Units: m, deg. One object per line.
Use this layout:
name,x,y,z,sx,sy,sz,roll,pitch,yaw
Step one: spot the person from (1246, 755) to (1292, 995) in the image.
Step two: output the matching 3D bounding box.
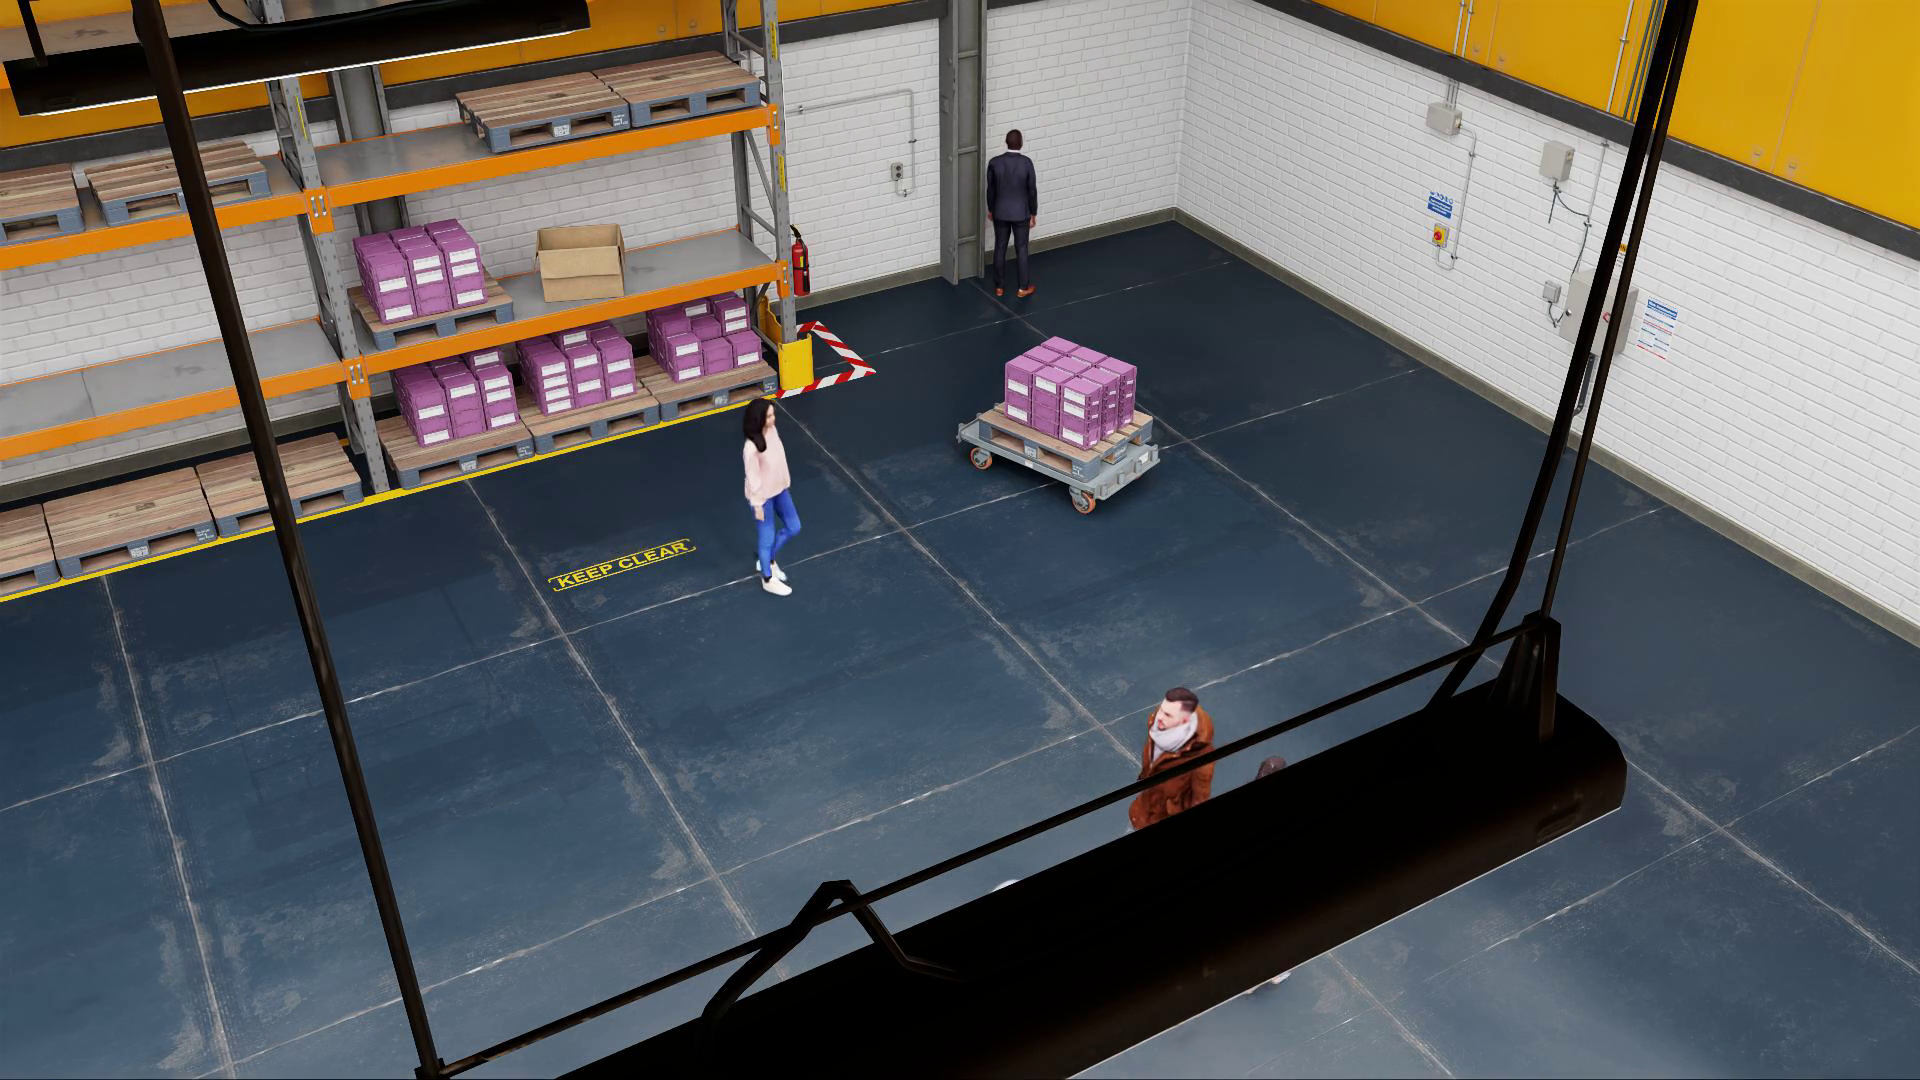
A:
person,1.729,2.005,9.545,0.763,1.632,0.762,22,40,30

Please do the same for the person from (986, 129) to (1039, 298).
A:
person,0.550,-3.452,17.583,0.776,1.824,0.833,9,35,13

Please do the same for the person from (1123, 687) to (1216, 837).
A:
person,1.311,1.583,10.001,0.671,1.832,0.715,-19,38,-26

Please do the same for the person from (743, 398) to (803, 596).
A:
person,-1.576,-0.353,12.976,0.842,1.763,0.755,14,36,20
